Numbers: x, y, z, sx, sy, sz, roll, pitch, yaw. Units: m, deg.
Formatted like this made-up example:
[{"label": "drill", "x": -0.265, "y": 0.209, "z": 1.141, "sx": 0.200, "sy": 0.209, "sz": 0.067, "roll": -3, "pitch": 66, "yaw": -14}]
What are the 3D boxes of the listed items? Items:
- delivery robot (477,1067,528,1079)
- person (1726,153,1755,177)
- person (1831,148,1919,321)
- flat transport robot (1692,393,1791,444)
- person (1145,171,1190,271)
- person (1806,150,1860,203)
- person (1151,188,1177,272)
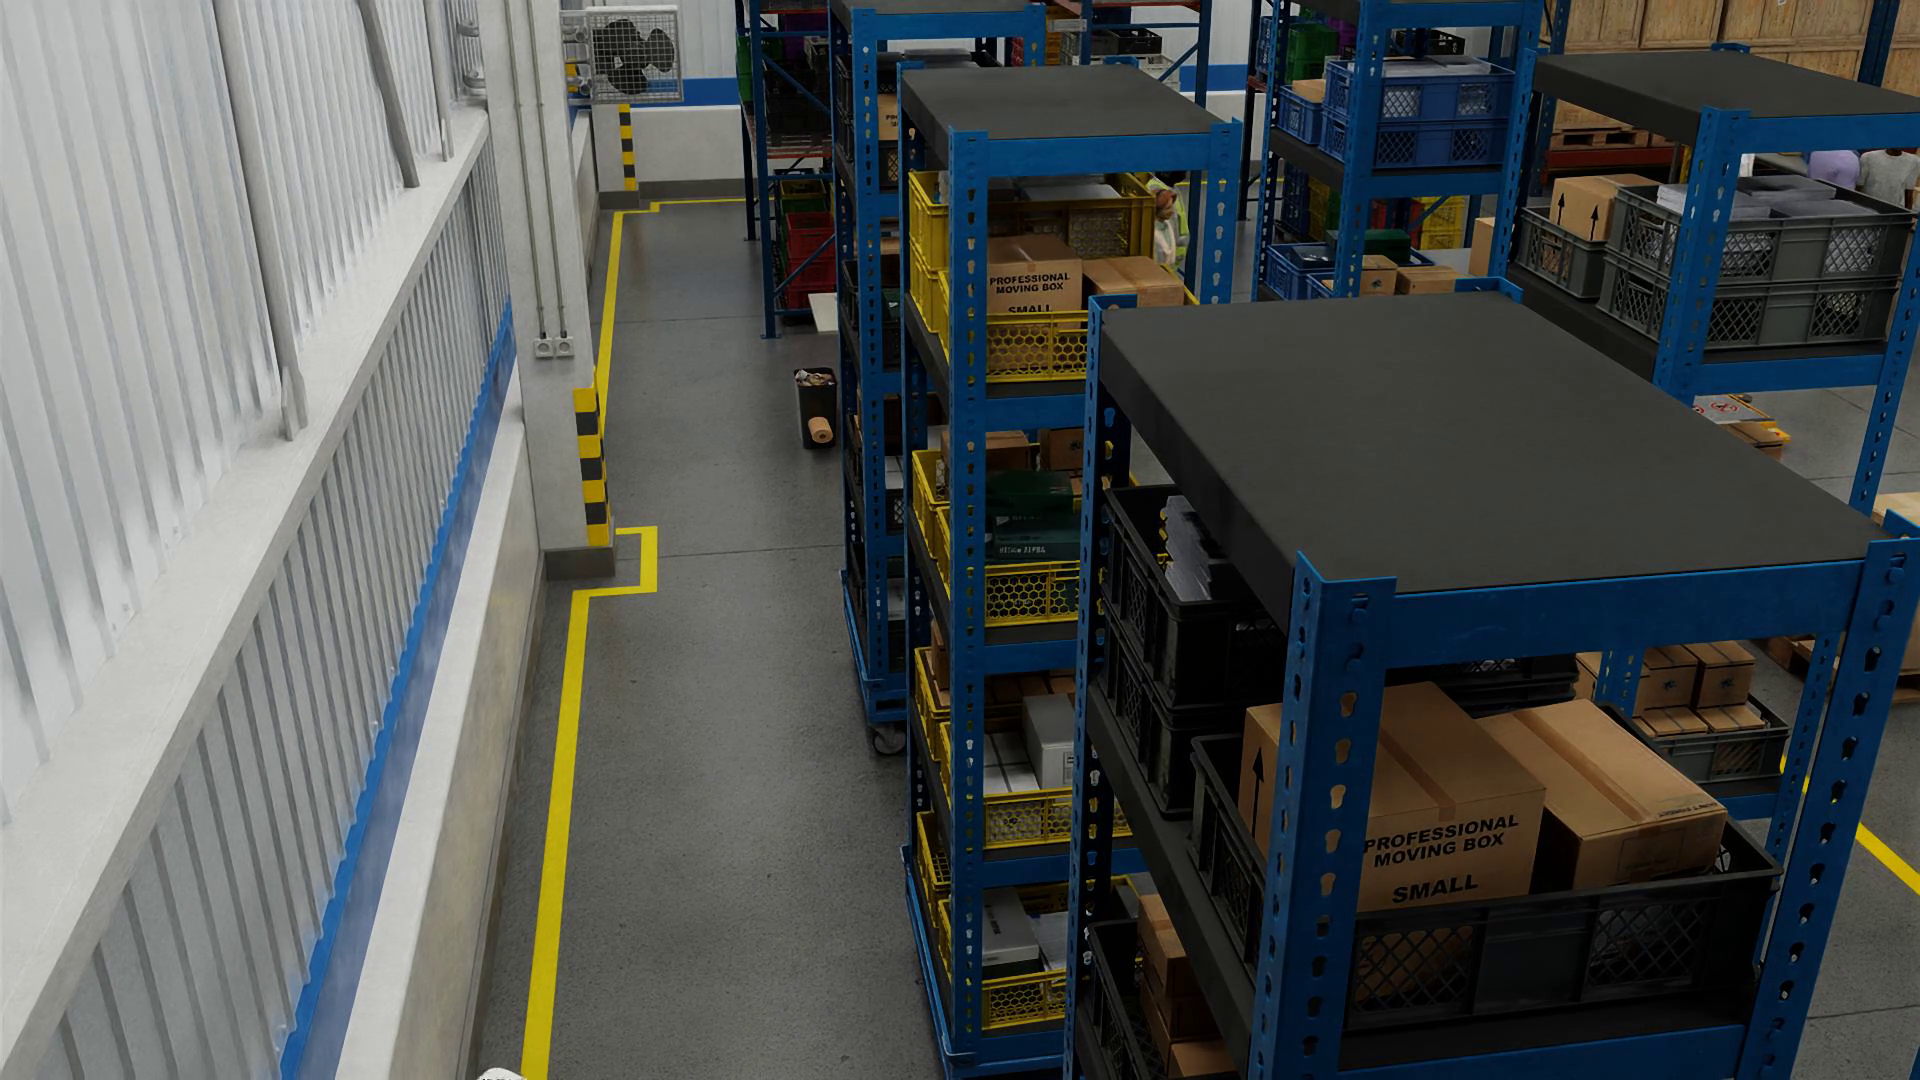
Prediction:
[{"label": "delivery robot", "x": -1.372, "y": 2.008, "z": 5.456, "sx": 0.707, "sy": 0.478, "sz": 0.477, "roll": 14, "pitch": 28, "yaw": 28}, {"label": "person", "x": 6.859, "y": -2.991, "z": 14.869, "sx": 0.578, "sy": 1.879, "sz": 0.360, "roll": -19, "pitch": 31, "yaw": -35}, {"label": "person", "x": 7.828, "y": -2.681, "z": 14.214, "sx": 0.513, "sy": 1.863, "sz": 0.338, "roll": 6, "pitch": 25, "yaw": 12}, {"label": "flat transport robot", "x": 5.224, "y": -0.859, "z": 12.132, "sx": 1.431, "sy": 0.197, "sz": 0.652, "roll": -4, "pitch": 25, "yaw": -8}, {"label": "person", "x": 1.594, "y": -2.195, "z": 13.186, "sx": 0.430, "sy": 1.837, "sz": 0.629, "roll": 7, "pitch": 26, "yaw": 14}, {"label": "person", "x": 7.319, "y": -2.668, "z": 14.089, "sx": 0.377, "sy": 1.936, "sz": 0.628, "roll": 1, "pitch": 25, "yaw": 1}, {"label": "person", "x": 1.478, "y": -1.892, "z": 12.766, "sx": 0.314, "sy": 1.630, "sz": 0.519, "roll": 14, "pitch": 28, "yaw": 28}]
